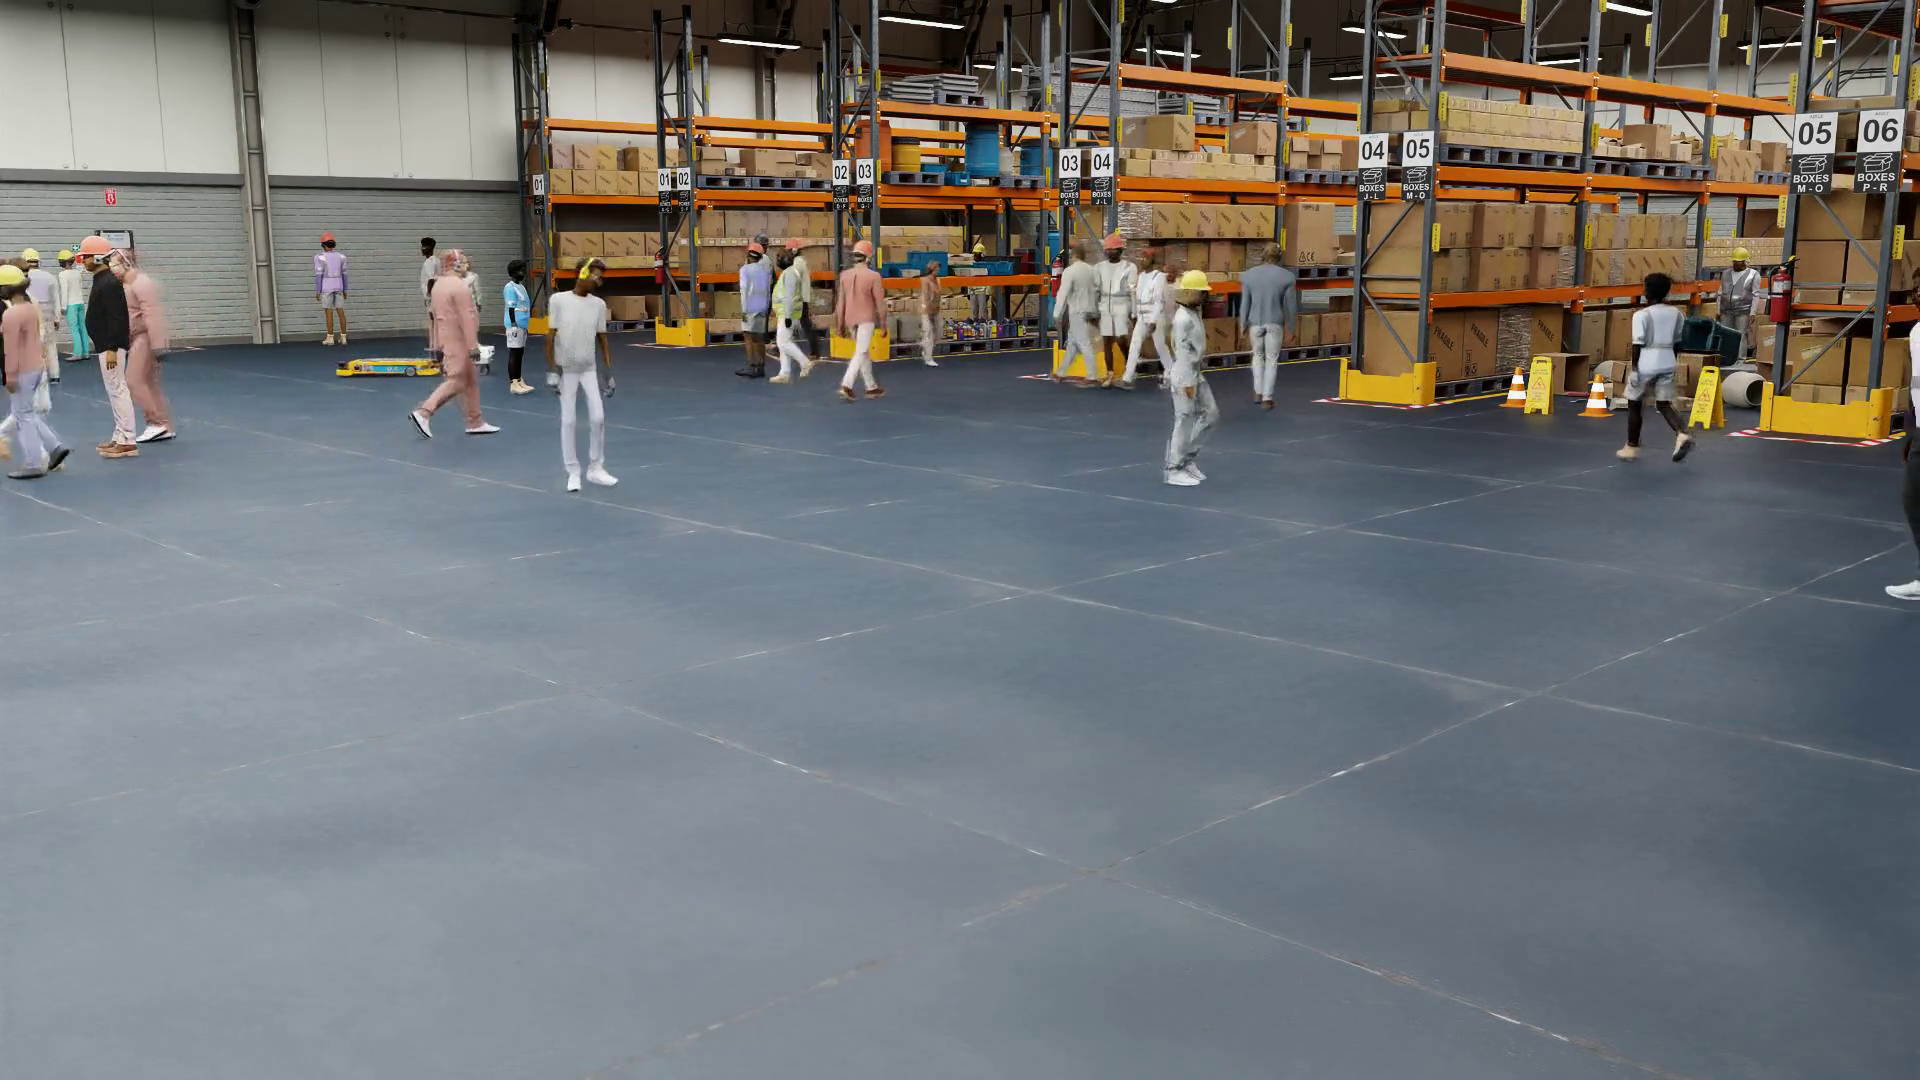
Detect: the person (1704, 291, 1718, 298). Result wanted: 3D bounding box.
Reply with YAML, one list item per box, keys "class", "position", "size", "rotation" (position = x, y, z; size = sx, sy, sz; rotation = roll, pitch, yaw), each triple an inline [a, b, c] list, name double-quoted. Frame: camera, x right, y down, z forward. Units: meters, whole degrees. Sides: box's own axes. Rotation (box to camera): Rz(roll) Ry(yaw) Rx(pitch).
- class: "person"
  position: [15.268, -4.996, 33.787]
  size: [0.501, 1.631, 0.285]
  rotation: [-9, 14, -42]

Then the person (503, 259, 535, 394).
- class: "person"
  position: [-5.635, -2.719, 21.196]
  size: [0.318, 1.697, 0.533]
  rotation: [0, 10, 0]

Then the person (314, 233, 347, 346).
- class: "person"
  position: [-11.531, -4.598, 30.492]
  size: [0.378, 2.044, 0.607]
  rotation: [9, 14, 41]

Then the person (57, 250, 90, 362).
- class: "person"
  position: [-14.230, -3.752, 26.633]
  size: [0.327, 1.769, 0.525]
  rotation: [1, 10, 4]

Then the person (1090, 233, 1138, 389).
- class: "person"
  position: [2.051, -3.033, 22.003]
  size: [0.622, 2.026, 0.535]
  rotation: [5, 12, 27]

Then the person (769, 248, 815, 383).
- class: "person"
  position: [-2.320, -3.048, 22.615]
  size: [0.509, 1.832, 0.644]
  rotation: [-2, 11, -10]

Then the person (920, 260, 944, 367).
- class: "person"
  position: [-0.428, -3.470, 25.493]
  size: [0.395, 1.623, 0.522]
  rotation: [6, 12, 30]

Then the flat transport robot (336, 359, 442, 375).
- class: "flat transport robot"
  position: [-8.198, -2.508, 24.050]
  size: [1.431, 0.197, 0.652]
  rotation: [-1, 10, -4]

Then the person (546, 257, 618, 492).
- class: "person"
  position: [-3.029, -1.316, 13.206]
  size: [0.562, 1.837, 0.369]
  rotation: [-7, 13, -35]

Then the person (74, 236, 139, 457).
- class: "person"
  position: [-7.771, -1.761, 15.155]
  size: [0.395, 1.992, 0.622]
  rotation: [-6, 12, -31]

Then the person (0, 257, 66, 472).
- class: "person"
  position: [-8.060, -1.494, 14.180]
  size: [0.640, 1.823, 0.640]
  rotation: [0, 10, -1]

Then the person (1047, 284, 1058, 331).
- class: "person"
  position: [1.882, -5.353, 35.147]
  size: [0.373, 1.843, 0.571]
  rotation: [-7, 12, -33]

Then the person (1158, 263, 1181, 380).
- class: "person"
  position: [2.897, -2.985, 22.866]
  size: [0.426, 1.617, 0.511]
  rotation: [-4, 11, -20]

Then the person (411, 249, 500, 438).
- class: "person"
  position: [-5.084, -1.966, 16.616]
  size: [0.872, 1.875, 0.639]
  rotation: [-7, 12, -34]

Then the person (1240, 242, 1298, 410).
- class: "person"
  position: [3.623, -2.505, 19.419]
  size: [0.650, 1.914, 0.678]
  rotation: [4, 11, 23]

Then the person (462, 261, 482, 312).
- class: "person"
  position: [-8.454, -3.993, 28.363]
  size: [0.512, 1.615, 0.667]
  rotation: [1, 10, 5]

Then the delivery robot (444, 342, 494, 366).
- class: "delivery robot"
  position: [-7.105, -2.694, 24.035]
  size: [0.707, 0.478, 0.477]
  rotation: [-1, 10, -7]

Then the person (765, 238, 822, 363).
- class: "person"
  position: [-2.647, -3.763, 26.182]
  size: [0.999, 1.942, 0.633]
  rotation: [0, 10, 2]

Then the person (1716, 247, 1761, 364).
- class: "person"
  position: [11.241, -3.315, 24.099]
  size: [0.403, 1.823, 0.588]
  rotation: [-10, 14, -42]

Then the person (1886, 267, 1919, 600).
- class: "person"
  position: [5.386, -0.559, 8.966]
  size: [0.433, 1.876, 0.754]
  rotation: [-1, 10, -6]

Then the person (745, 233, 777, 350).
- class: "person"
  position: [-3.489, -4.385, 29.454]
  size: [0.535, 2.000, 0.684]
  rotation: [-7, 13, -35]

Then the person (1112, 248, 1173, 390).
- class: "person"
  position: [2.474, -2.878, 21.708]
  size: [0.968, 1.844, 0.583]
  rotation: [-7, 12, -32]

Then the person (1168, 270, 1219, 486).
- class: "person"
  position: [1.873, -1.296, 13.354]
  size: [0.431, 1.722, 0.506]
  rotation: [4, 11, 22]

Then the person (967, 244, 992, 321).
- class: "person"
  position: [0.353, -4.832, 32.331]
  size: [0.599, 1.836, 0.404]
  rotation: [9, 14, 42]

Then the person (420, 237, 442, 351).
- class: "person"
  position: [-9.238, -4.303, 29.094]
  size: [0.368, 1.966, 0.603]
  rotation: [-1, 10, -5]

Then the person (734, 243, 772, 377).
- class: "person"
  position: [-2.955, -3.279, 23.735]
  size: [0.490, 1.886, 0.678]
  rotation: [9, 14, 40]

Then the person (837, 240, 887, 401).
- class: "person"
  position: [-1.220, -2.683, 20.310]
  size: [0.637, 1.947, 1.021]
  rotation: [7, 13, 35]

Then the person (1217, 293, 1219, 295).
- class: "person"
  position: [6.486, -6.647, 42.613]
  size: [0.317, 1.695, 0.540]
  rotation: [9, 13, 39]

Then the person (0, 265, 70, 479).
- class: "person"
  position: [-7.740, -1.385, 13.734]
  size: [0.381, 1.754, 0.543]
  rotation: [-2, 11, -9]

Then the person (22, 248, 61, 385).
- class: "person"
  position: [-12.389, -2.984, 22.297]
  size: [0.403, 1.823, 0.597]
  rotation: [10, 14, 42]

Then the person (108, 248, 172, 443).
- class: "person"
  position: [-7.962, -1.873, 16.103]
  size: [0.536, 1.869, 0.675]
  rotation: [-9, 14, -40]

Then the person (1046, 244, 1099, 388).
- class: "person"
  position: [1.490, -2.987, 22.168]
  size: [0.997, 1.862, 0.726]
  rotation: [8, 13, 36]

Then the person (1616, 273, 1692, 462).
- class: "person"
  position: [6.133, -1.509, 14.619]
  size: [0.537, 1.676, 0.710]
  rotation: [-3, 11, -16]
